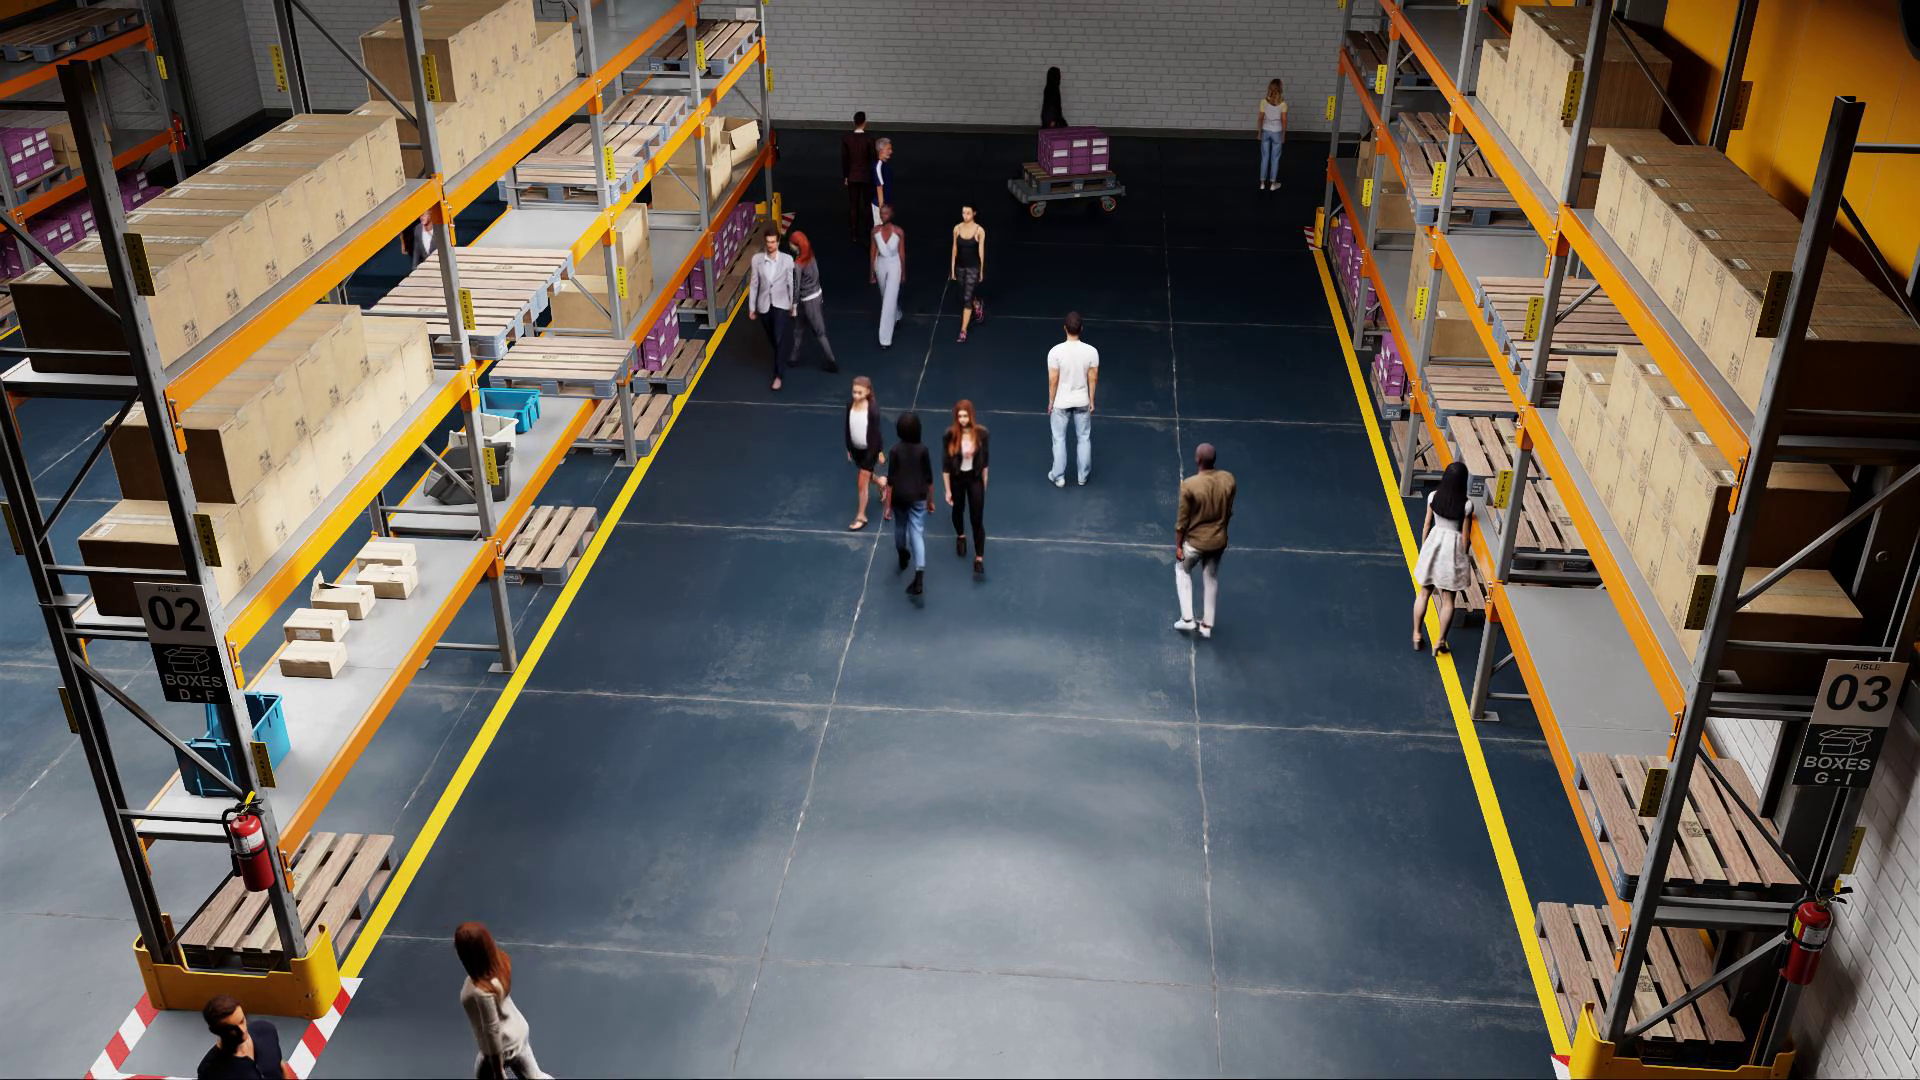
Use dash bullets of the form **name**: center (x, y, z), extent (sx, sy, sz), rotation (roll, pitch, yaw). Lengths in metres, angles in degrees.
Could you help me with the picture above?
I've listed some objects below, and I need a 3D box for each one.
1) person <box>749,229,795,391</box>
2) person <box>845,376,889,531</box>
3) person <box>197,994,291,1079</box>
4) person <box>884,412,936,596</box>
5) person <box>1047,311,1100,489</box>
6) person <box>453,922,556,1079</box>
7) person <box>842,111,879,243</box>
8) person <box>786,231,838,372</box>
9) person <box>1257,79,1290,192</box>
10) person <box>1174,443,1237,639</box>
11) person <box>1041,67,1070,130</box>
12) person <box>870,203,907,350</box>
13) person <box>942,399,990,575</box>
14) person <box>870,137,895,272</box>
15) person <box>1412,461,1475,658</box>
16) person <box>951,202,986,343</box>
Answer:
- **person**: center (-2.158, -2.754, 19.383), extent (0.733, 1.814, 1.211), rotation (4, 29, 8)
- **person**: center (-0.893, -0.916, 16.312), extent (0.824, 1.529, 1.077), rotation (15, 32, 25)
- **person**: center (-3.649, 3.071, 8.657), extent (0.762, 1.859, 0.593), rotation (13, 31, 23)
- **person**: center (-0.453, -0.284, 15.030), extent (0.744, 1.647, 1.191), rotation (-5, 29, -9)
- **person**: center (1.127, -1.425, 16.895), extent (0.722, 1.864, 0.633), rotation (-4, 29, -8)
- **person**: center (-2.475, 2.804, 9.324), extent (0.748, 1.689, 1.026), rotation (-1, 29, -2)
- **person**: center (-1.416, -5.202, 23.818), extent (0.698, 1.865, 0.623), rotation (5, 29, 10)
- **person**: center (-1.688, -2.769, 19.499), extent (0.750, 1.730, 0.938), rotation (10, 30, 18)
- **person**: center (4.896, -6.361, 26.089), extent (0.700, 1.724, 0.680), rotation (14, 32, 24)
- **person**: center (2.130, 0.053, 14.241), extent (0.824, 1.811, 0.780), rotation (-8, 30, -14)
- **person**: center (1.433, -6.928, 27.247), extent (0.776, 1.612, 0.775), rotation (-4, 29, -8)
- **person**: center (-0.846, -3.286, 20.433), extent (0.713, 1.742, 1.178), rotation (8, 30, 14)
- **person**: center (0.032, -0.570, 15.539), extent (0.687, 1.661, 1.128), rotation (-2, 29, -4)
- **person**: center (-1.066, -4.604, 22.752), extent (0.685, 1.835, 0.479), rotation (3, 29, 5)
- **person**: center (4.100, 0.156, 14.096), extent (0.778, 1.769, 0.804), rotation (19, 34, 31)
- **person**: center (0.140, -3.357, 20.606), extent (0.796, 1.701, 1.125), rotation (11, 31, 20)
